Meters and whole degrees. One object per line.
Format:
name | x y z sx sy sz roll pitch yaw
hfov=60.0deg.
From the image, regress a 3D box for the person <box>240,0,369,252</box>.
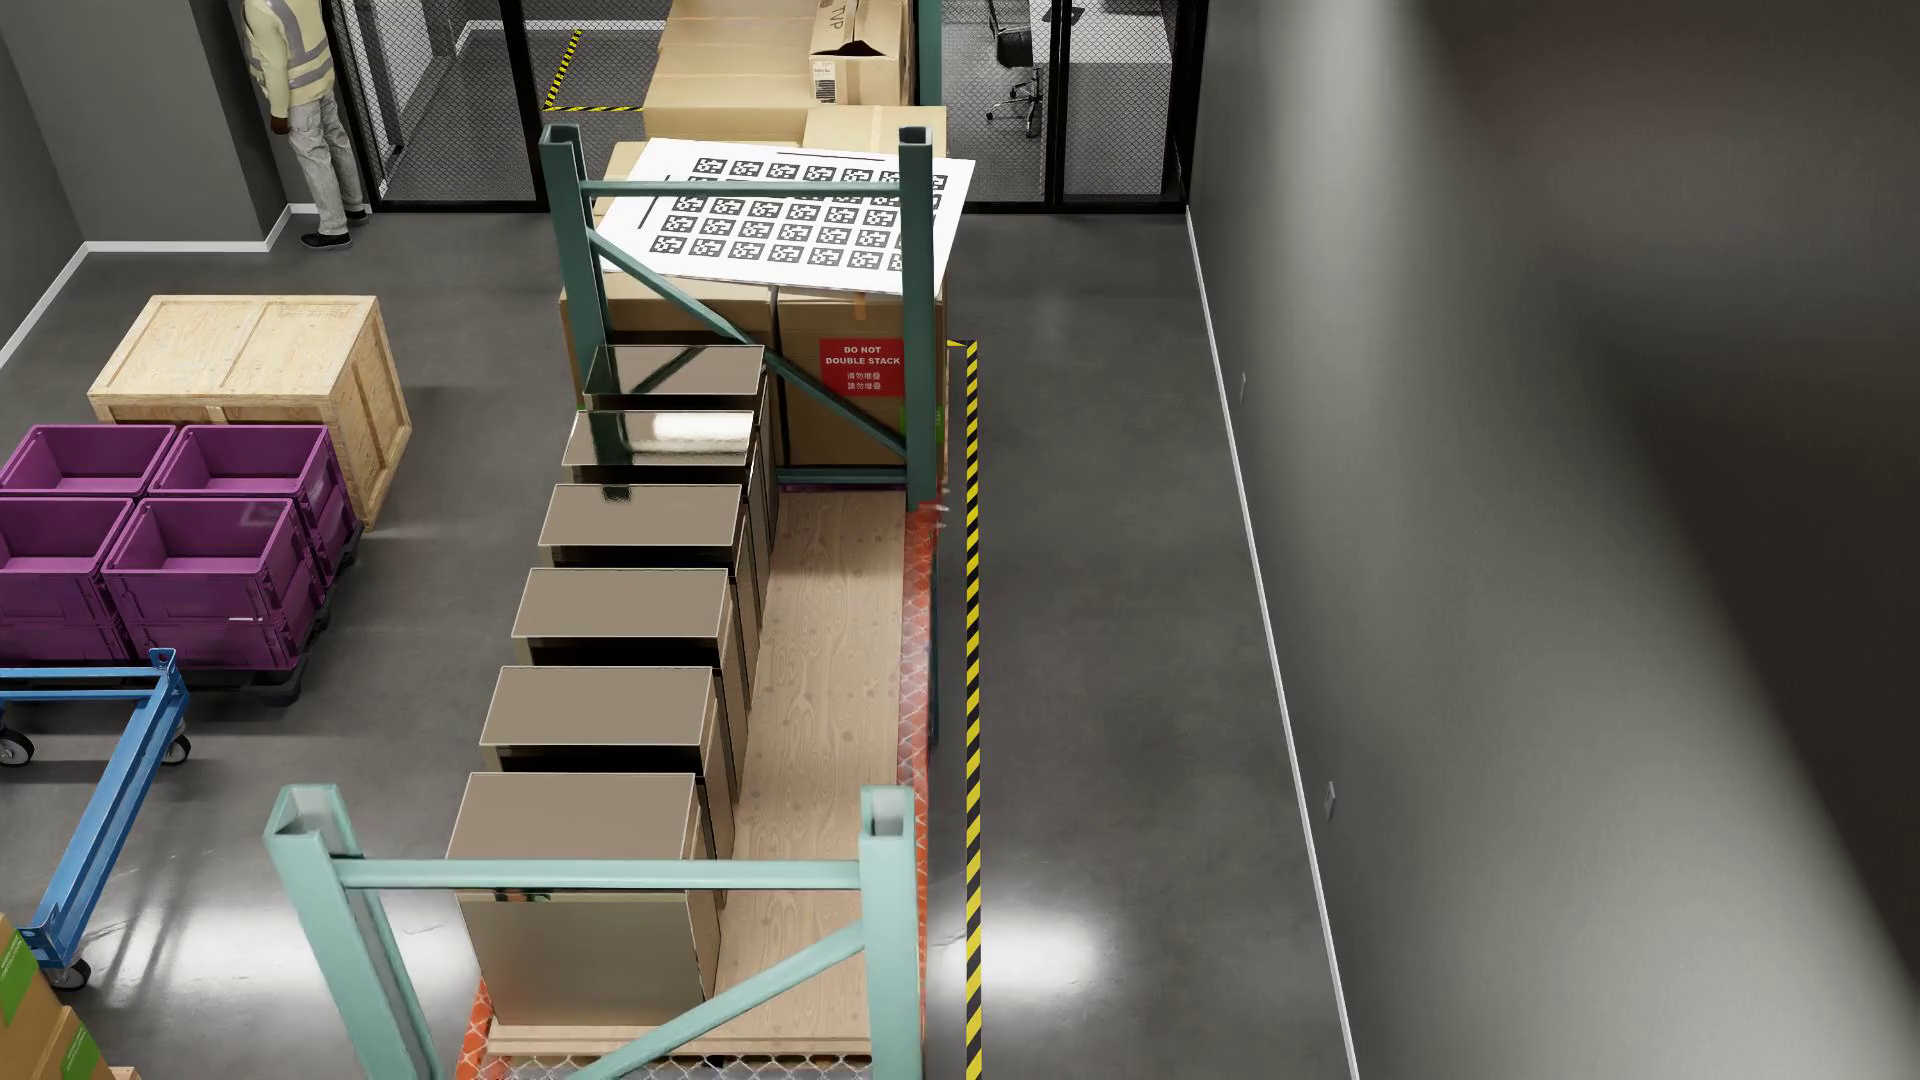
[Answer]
person | -3.472 -2.391 8.698 0.404 1.833 0.587 5 41 6
